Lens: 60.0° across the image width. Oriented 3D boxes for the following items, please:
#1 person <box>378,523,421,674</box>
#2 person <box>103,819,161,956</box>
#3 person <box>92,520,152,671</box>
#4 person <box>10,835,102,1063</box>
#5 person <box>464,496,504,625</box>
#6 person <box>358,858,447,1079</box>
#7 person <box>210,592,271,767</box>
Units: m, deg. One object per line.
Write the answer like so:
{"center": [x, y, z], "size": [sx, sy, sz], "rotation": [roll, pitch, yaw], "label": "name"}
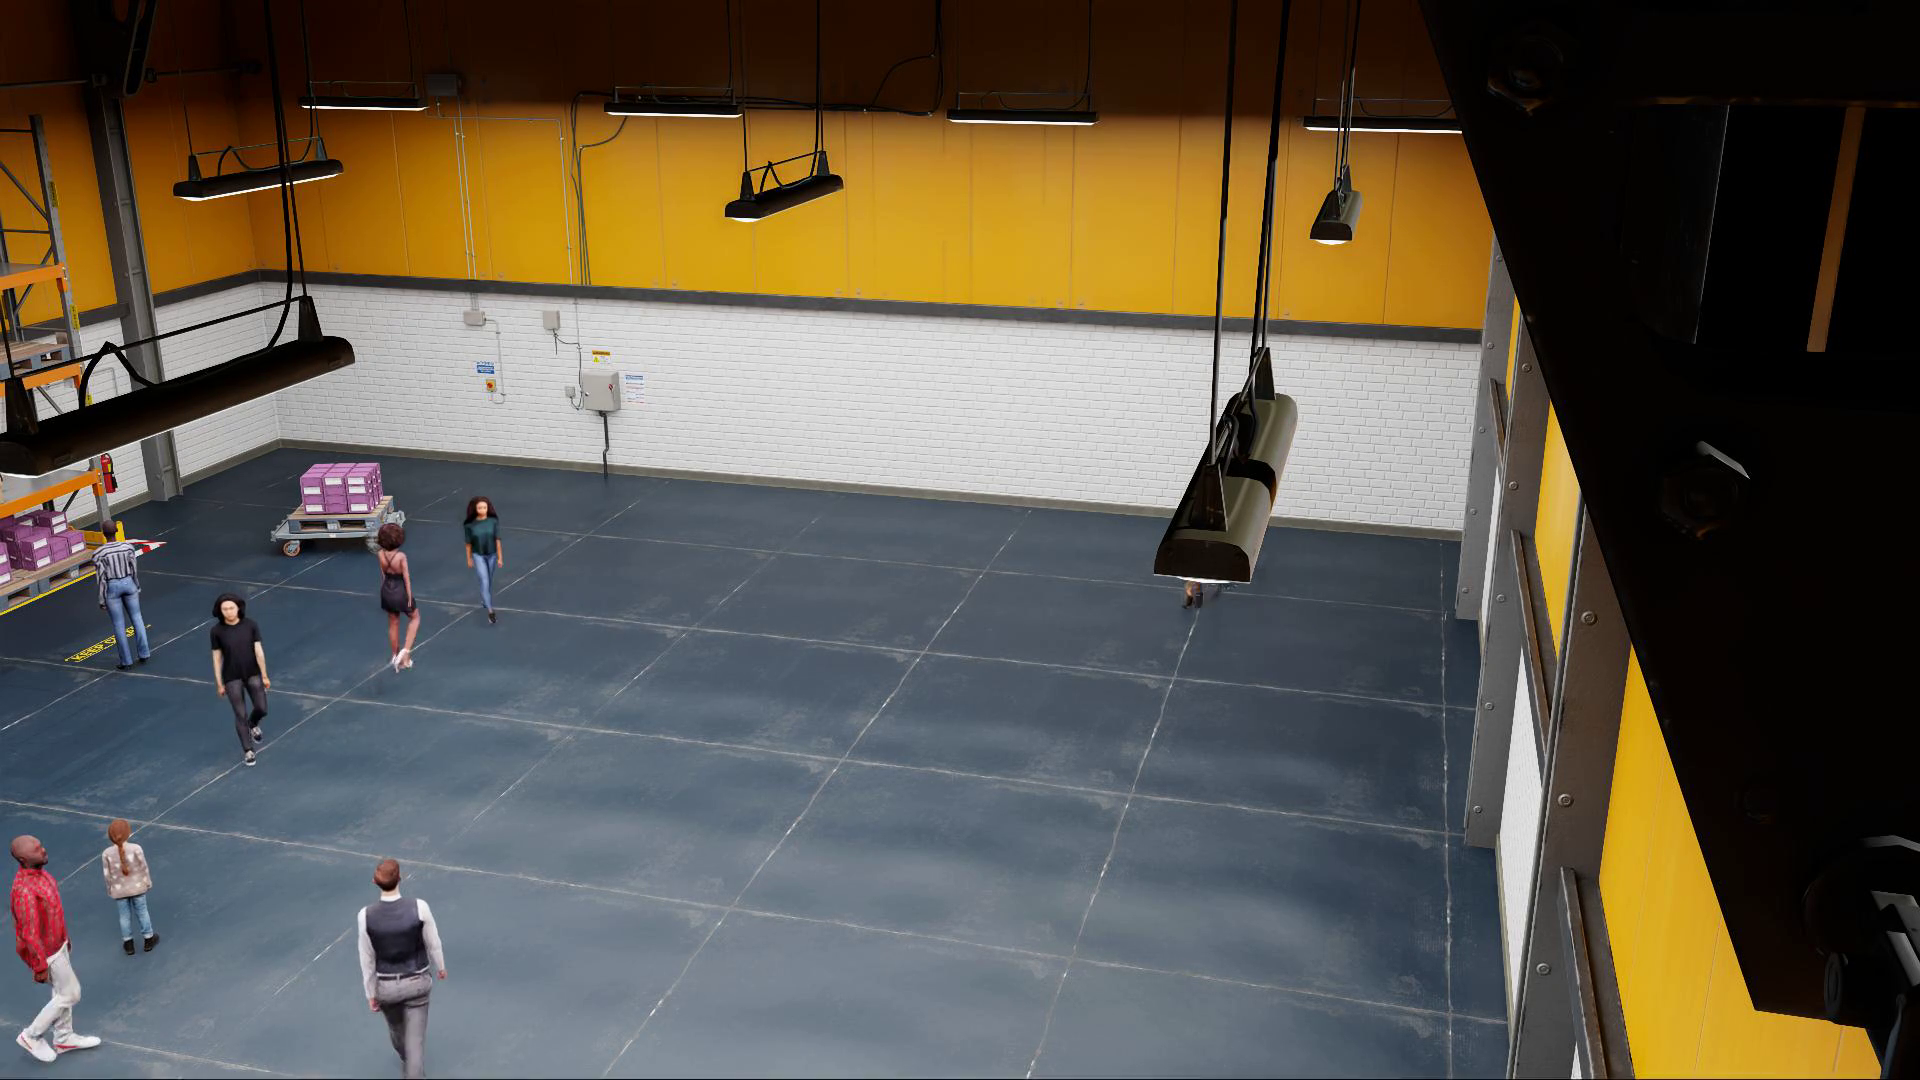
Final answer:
{"center": [-6.481, 0.697, 19.008], "size": [0.564, 1.776, 0.633], "rotation": [4, 19, 11], "label": "person"}
{"center": [-6.801, 2.826, 13.599], "size": [0.556, 1.194, 0.599], "rotation": [-7, 20, -20], "label": "person"}
{"center": [-9.685, 0.624, 19.195], "size": [0.764, 1.795, 0.620], "rotation": [15, 24, 37], "label": "person"}
{"center": [-6.777, 2.985, 12.165], "size": [0.913, 1.809, 0.858], "rotation": [-6, 19, -17], "label": "person"}
{"center": [-5.965, 0.205, 20.795], "size": [1.053, 1.569, 1.129], "rotation": [-9, 21, -24], "label": "person"}
{"center": [-3.869, 3.153, 11.526], "size": [0.968, 1.897, 1.253], "rotation": [-2, 19, -6], "label": "person"}
{"center": [-7.333, 1.362, 16.970], "size": [0.897, 1.817, 0.956], "rotation": [-11, 21, -29], "label": "person"}
